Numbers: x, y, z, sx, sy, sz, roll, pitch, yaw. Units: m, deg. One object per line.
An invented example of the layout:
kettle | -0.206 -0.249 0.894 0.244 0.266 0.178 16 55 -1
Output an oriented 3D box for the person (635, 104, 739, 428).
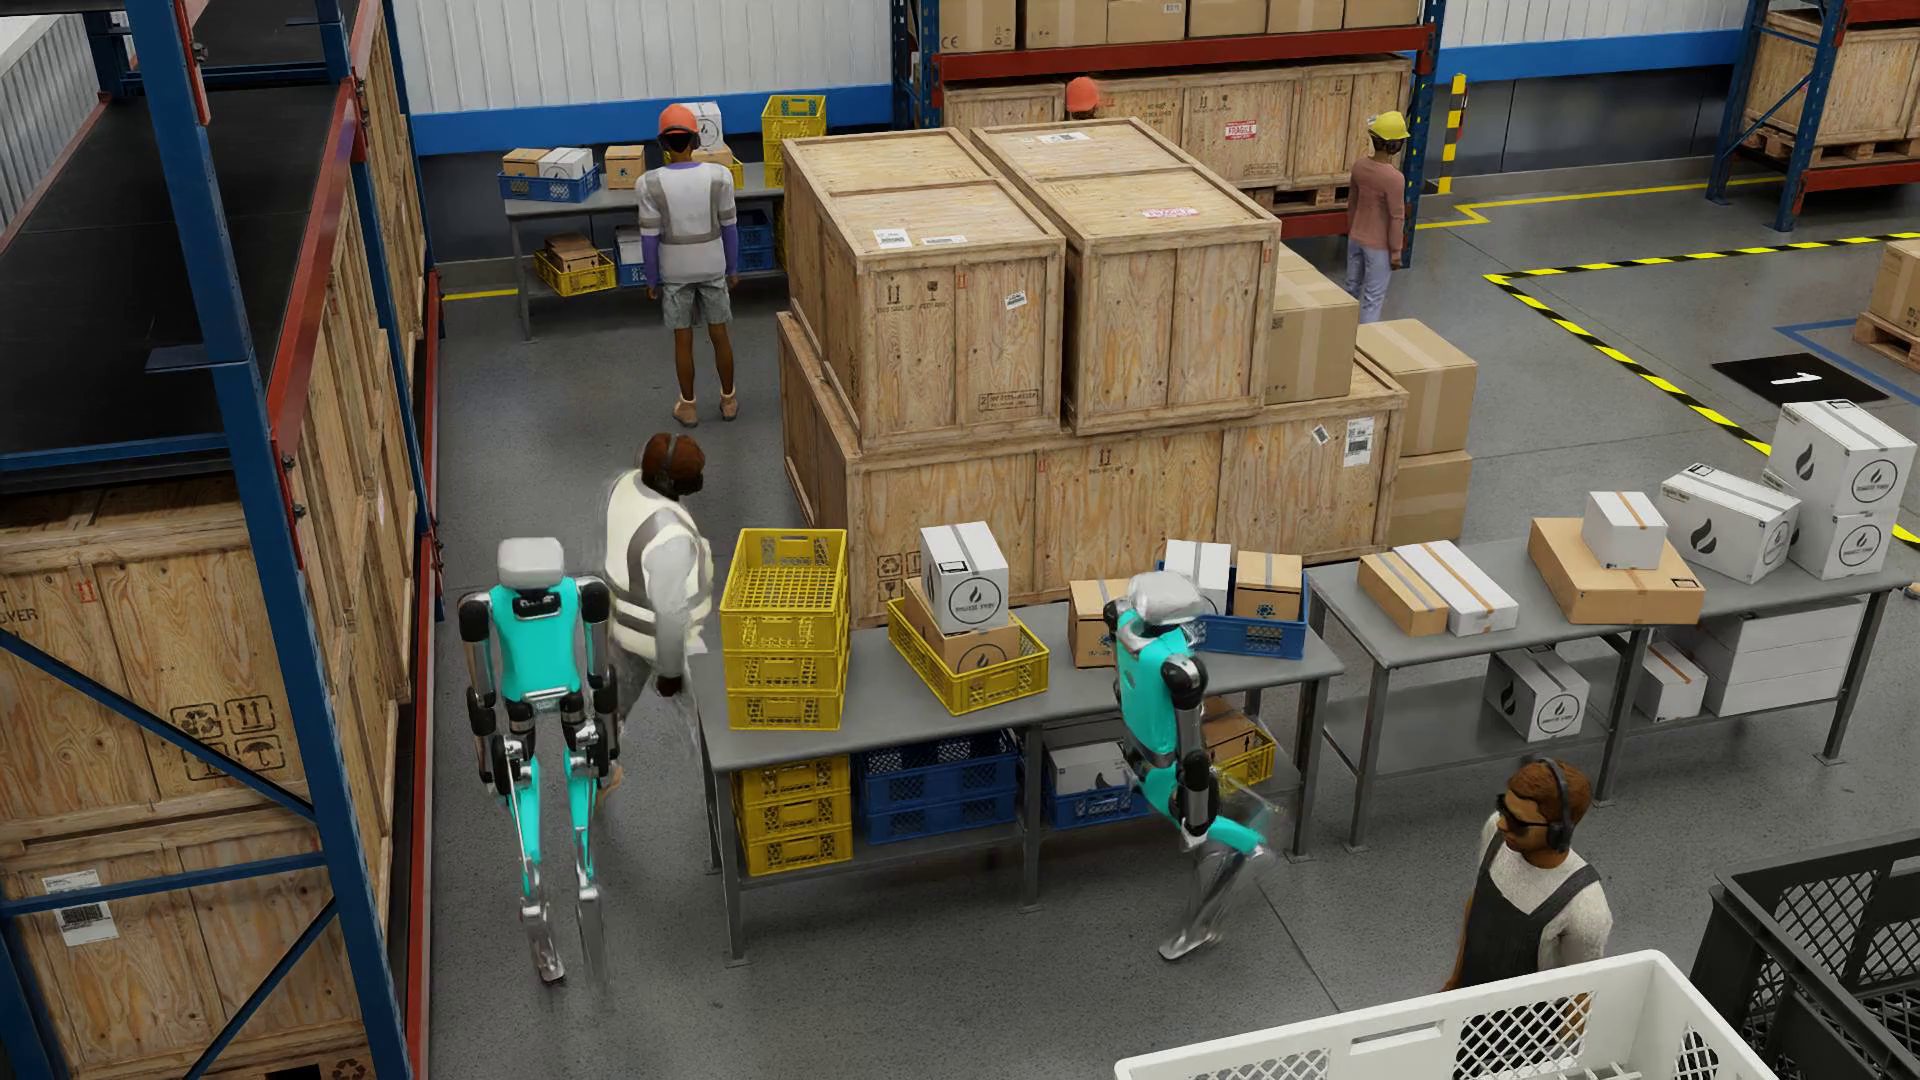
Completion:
person | -1.673 -1.683 10.346 0.604 2.032 0.396 -9 30 -16

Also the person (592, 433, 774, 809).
person | -1.264 0.368 6.887 0.804 1.794 0.649 -17 33 -27

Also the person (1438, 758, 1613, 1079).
person | 1.622 1.408 4.926 0.342 1.844 0.505 -10 30 -17

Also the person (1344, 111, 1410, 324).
person | 2.787 -1.995 11.184 0.306 1.768 0.523 -13 31 -22

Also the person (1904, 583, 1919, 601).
person | 5.191 -0.496 8.176 0.366 2.048 0.604 0 29 0

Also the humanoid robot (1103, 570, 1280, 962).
humanoid robot | 0.894 0.897 6.066 0.780 1.869 0.550 -13 31 -22

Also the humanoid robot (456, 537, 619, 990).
humanoid robot | -1.431 0.943 6.009 0.549 1.915 0.725 -11 31 -19

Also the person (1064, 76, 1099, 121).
person | 0.863 -2.219 11.448 0.610 1.924 0.389 -2 29 -4
